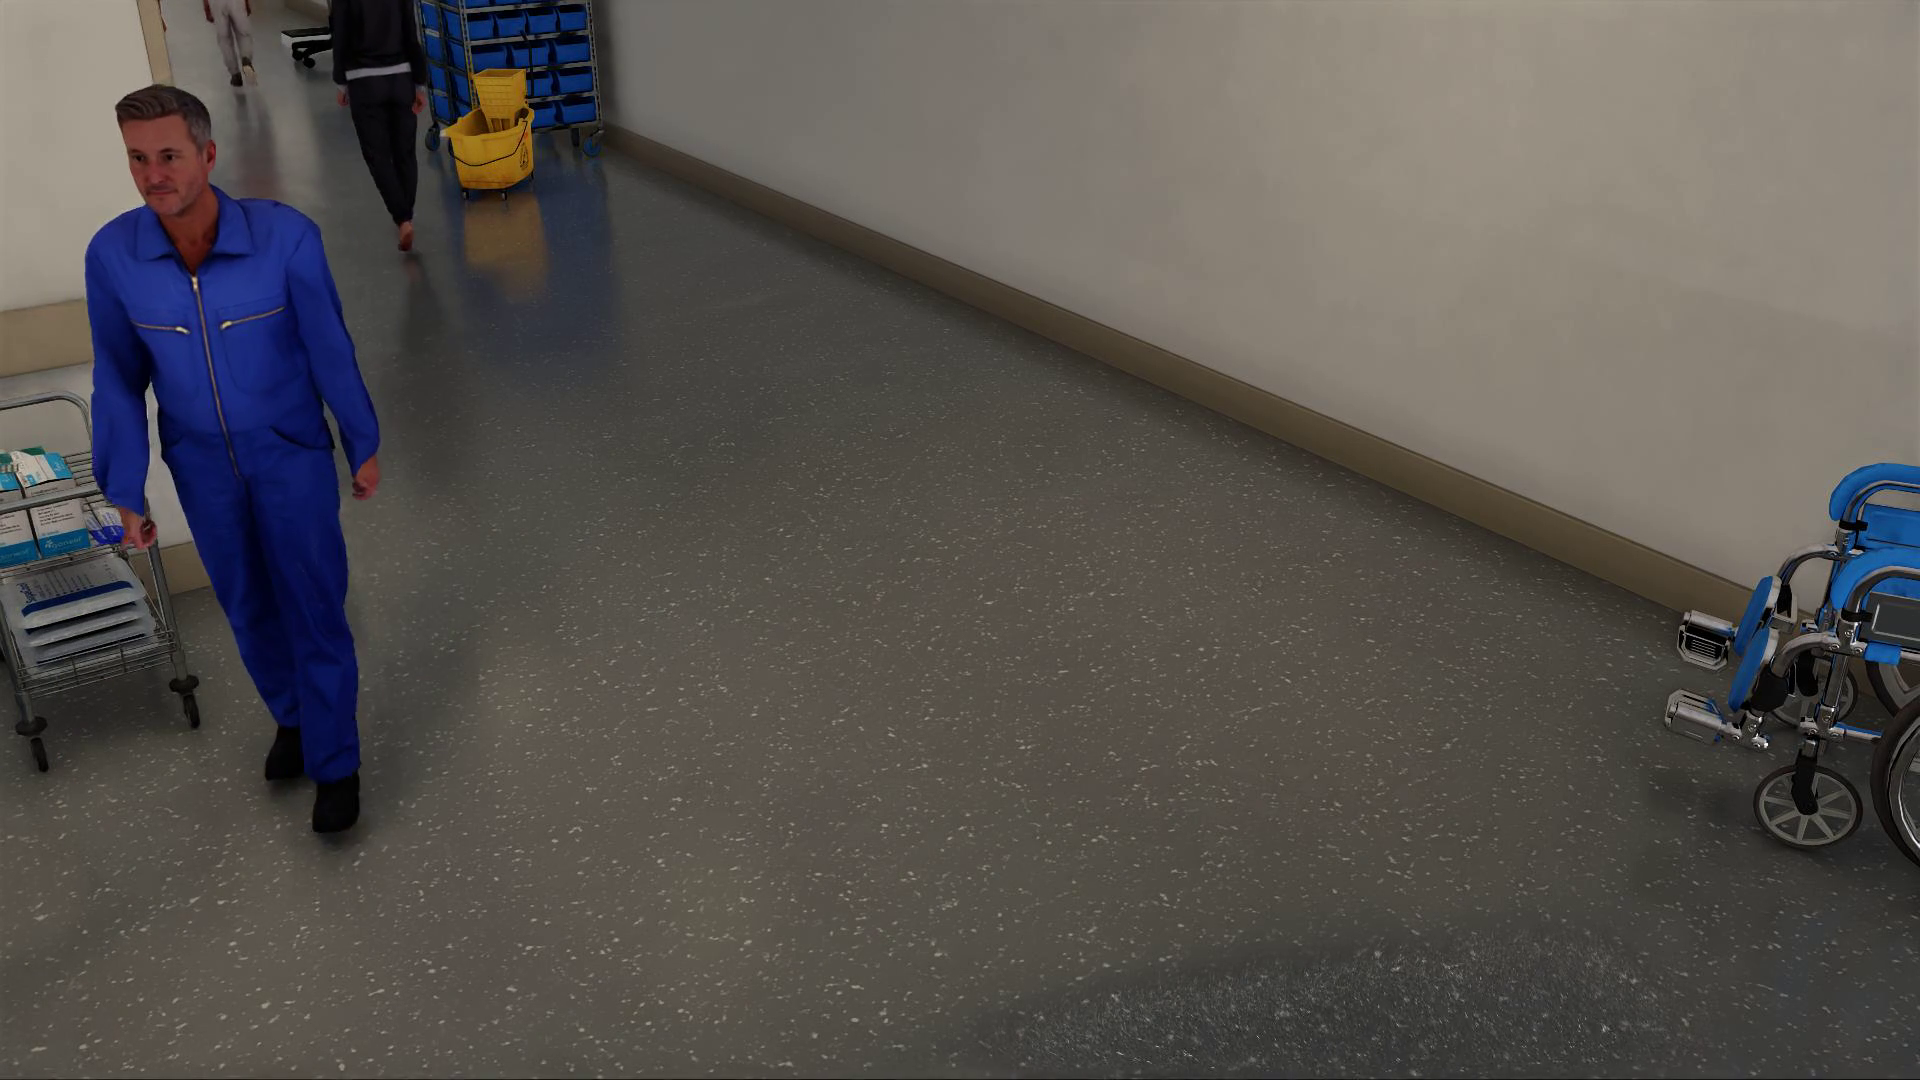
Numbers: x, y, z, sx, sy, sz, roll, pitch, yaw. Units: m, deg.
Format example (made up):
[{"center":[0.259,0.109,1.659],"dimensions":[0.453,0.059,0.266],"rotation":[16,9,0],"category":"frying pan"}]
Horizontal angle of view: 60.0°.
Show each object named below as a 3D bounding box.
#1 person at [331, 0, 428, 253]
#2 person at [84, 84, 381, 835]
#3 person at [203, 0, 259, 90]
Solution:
[{"center":[-3.020,-2.381,8.711],"dimensions":[0.966,1.705,0.647],"rotation":[-17,30,-31],"category":"person"},{"center":[-1.726,-0.216,4.105],"dimensions":[0.959,1.805,1.017],"rotation":[-4,26,-8],"category":"person"},{"center":[-5.638,-4.130,12.803],"dimensions":[0.661,1.300,0.611],"rotation":[-12,28,-24],"category":"person"}]
